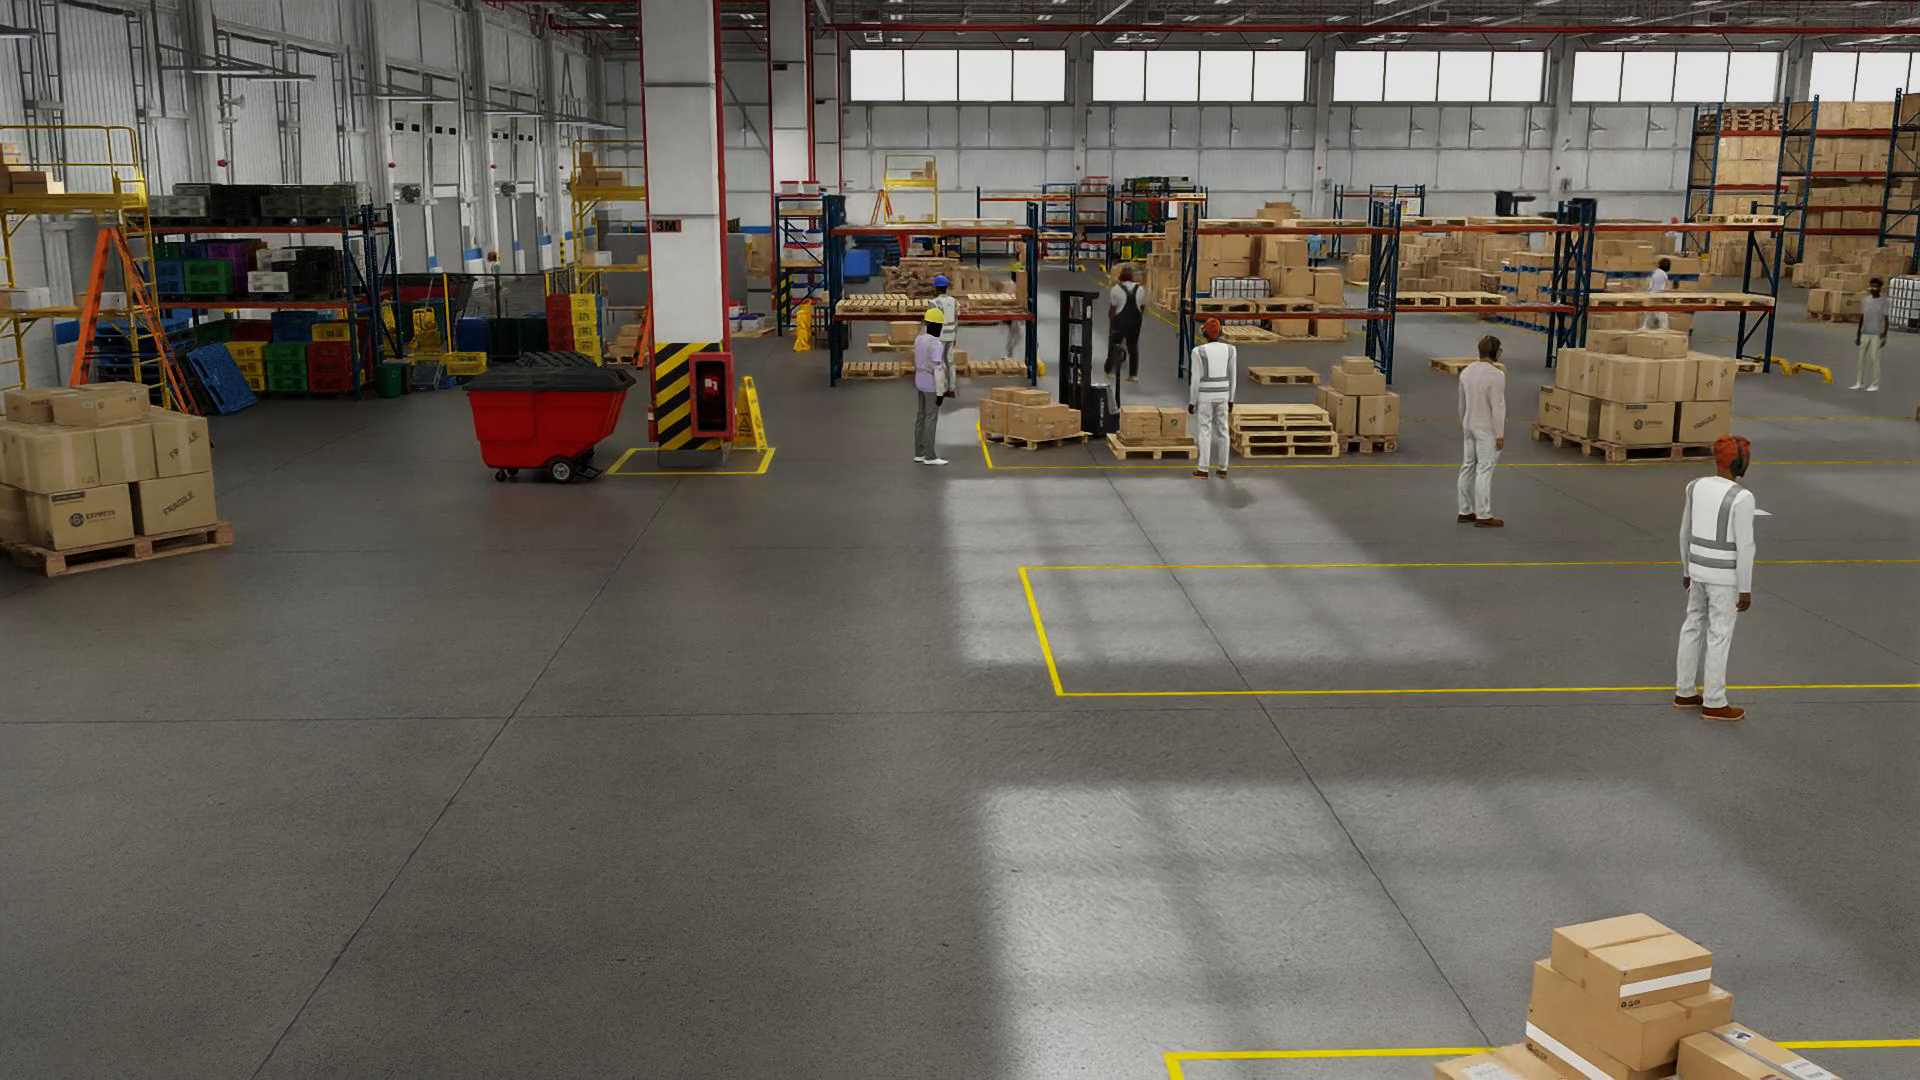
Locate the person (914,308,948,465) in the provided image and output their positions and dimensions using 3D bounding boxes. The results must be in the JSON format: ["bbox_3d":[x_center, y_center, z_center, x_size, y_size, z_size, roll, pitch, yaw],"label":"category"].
[{"bbox_3d":[-0.348,-1.875,20.382,0.388,1.918,0.582,-7,14,-29],"label":"person"}]

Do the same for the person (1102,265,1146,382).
[{"bbox_3d":[2.798,-3.759,28.604,0.699,2.000,1.027,-4,13,-18],"label":"person"}]

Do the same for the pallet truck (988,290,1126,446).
[{"bbox_3d":[1.257,-2.299,22.111,1.885,1.965,0.823,-9,15,-35],"label":"pallet truck"}]

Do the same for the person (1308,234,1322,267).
[{"bbox_3d":[12.346,-10.077,57.906,0.536,1.699,0.322,-1,13,-7],"label":"person"}]

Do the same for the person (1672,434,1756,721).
[{"bbox_3d":[4.956,0.244,10.887,0.341,1.882,0.587,-4,13,-16],"label":"person"}]

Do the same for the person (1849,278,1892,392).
[{"bbox_3d":[14.918,-3.356,27.209,0.318,1.858,0.527,-7,14,-29],"label":"person"}]

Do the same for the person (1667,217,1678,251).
[{"bbox_3d":[26.550,-11.104,62.120,0.652,1.894,0.580,-10,16,-38],"label":"person"}]

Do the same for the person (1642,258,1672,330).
[{"bbox_3d":[14.457,-4.871,34.174,0.920,1.798,0.648,5,13,22],"label":"person"}]

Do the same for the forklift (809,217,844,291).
[{"bbox_3d":[-4.375,-8.619,48.637,1.873,2.768,1.129,0,12,-2],"label":"forklift"}]

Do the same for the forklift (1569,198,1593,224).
[{"bbox_3d":[17.389,-8.211,46.796,1.873,2.768,1.129,1,13,4],"label":"forklift"}]

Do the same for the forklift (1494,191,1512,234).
[{"bbox_3d":[20.457,-11.777,62.895,1.873,2.768,1.129,0,12,-2],"label":"forklift"}]

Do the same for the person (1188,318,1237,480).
[{"bbox_3d":[2.941,-1.641,19.392,0.572,1.887,0.353,-4,13,-16],"label":"person"}]

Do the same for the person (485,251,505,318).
[{"bbox_3d":[-11.477,-6.270,40.876,0.526,1.631,0.319,10,16,38],"label":"person"}]

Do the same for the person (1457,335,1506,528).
[{"bbox_3d":[5.284,-1.097,16.818,0.371,1.941,0.627,-5,13,-20],"label":"person"}]

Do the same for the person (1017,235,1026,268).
[{"bbox_3d":[2.048,-8.802,52.191,0.541,1.686,0.368,1,13,3],"label":"person"}]

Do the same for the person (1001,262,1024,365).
[{"bbox_3d":[0.991,-4.177,30.799,0.430,1.906,0.611,0,12,1],"label":"person"}]

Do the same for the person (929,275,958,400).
[{"bbox_3d":[-0.284,-3.193,26.259,0.399,1.945,0.615,11,17,41],"label":"person"}]

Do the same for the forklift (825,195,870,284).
[{"bbox_3d":[-3.906,-9.480,52.524,1.873,2.768,1.129,-7,14,-28],"label":"forklift"}]
